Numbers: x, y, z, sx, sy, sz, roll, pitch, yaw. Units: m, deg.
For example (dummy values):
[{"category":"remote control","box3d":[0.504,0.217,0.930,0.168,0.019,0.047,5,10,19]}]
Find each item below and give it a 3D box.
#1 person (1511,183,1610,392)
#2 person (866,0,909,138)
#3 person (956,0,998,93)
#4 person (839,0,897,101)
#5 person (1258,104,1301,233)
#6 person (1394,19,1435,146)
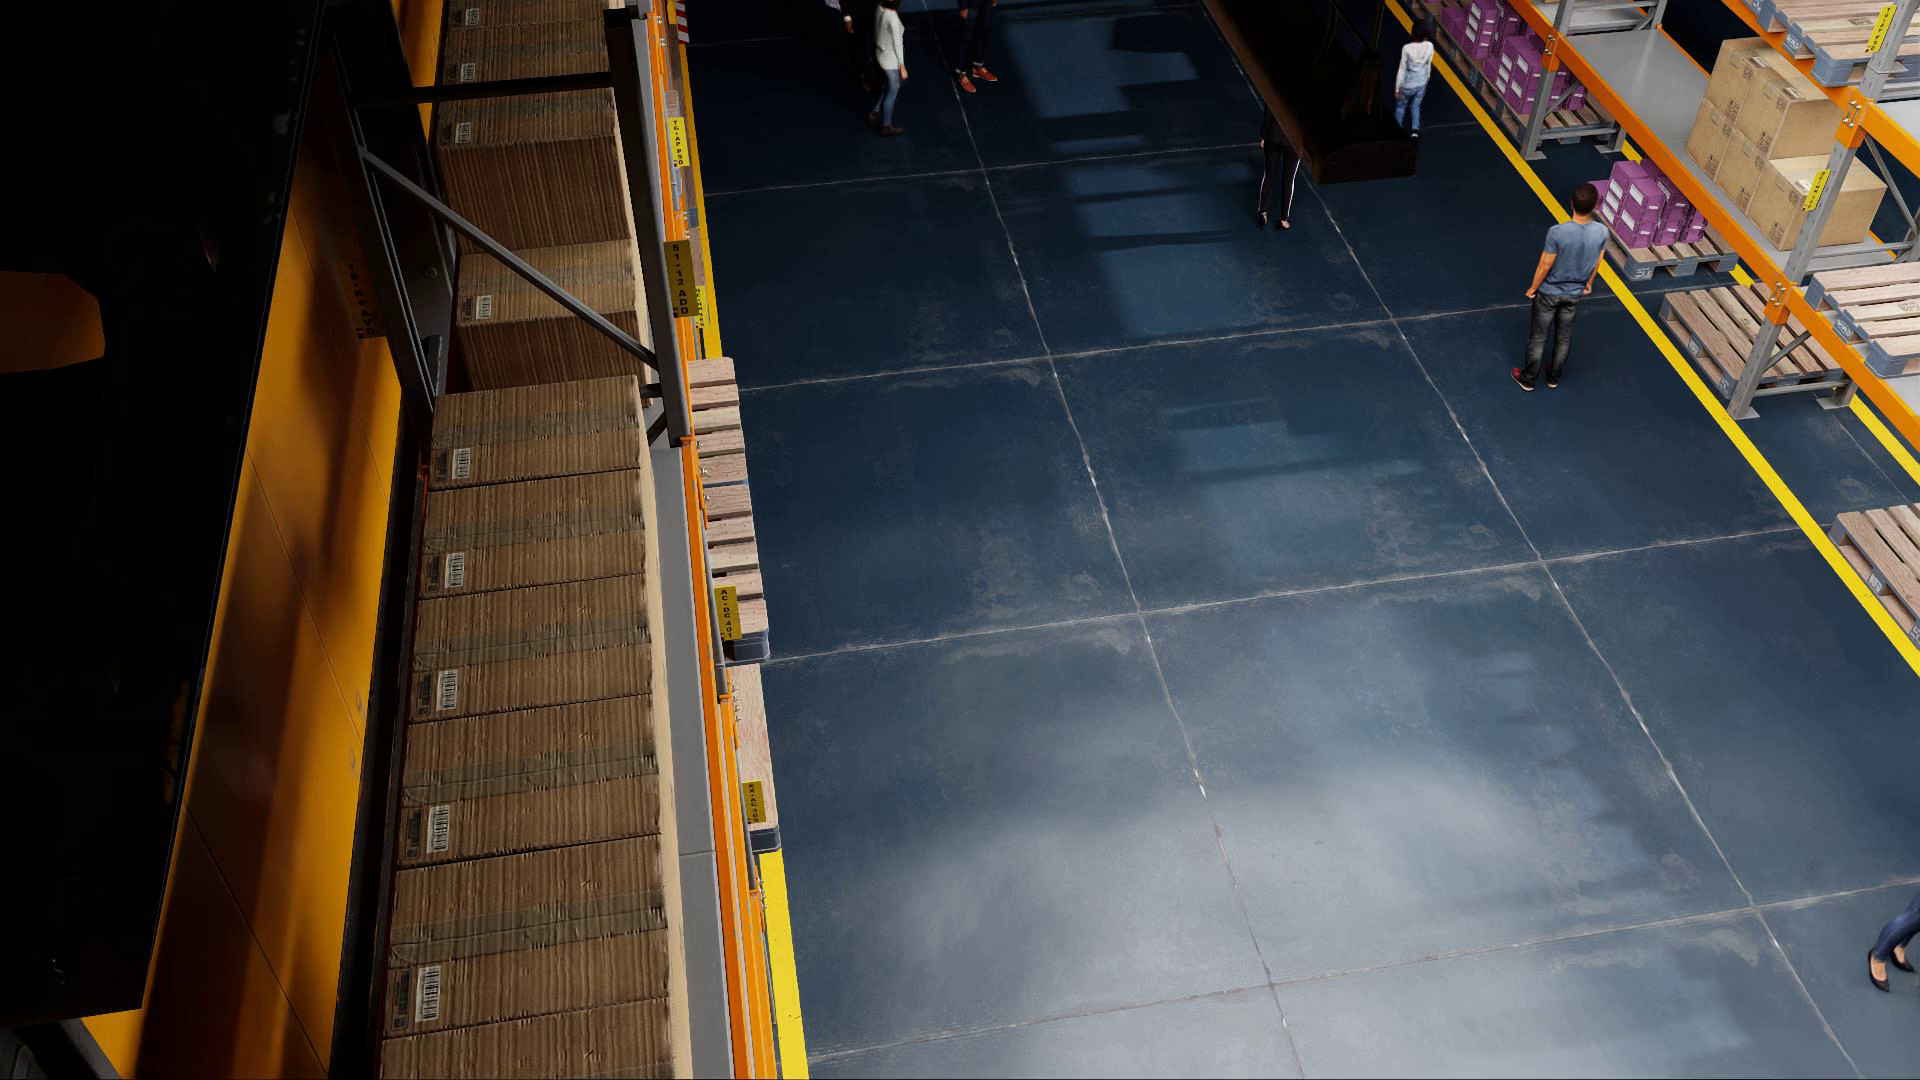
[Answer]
[{"category":"person","box3d":[4.686,-1.955,12.958,0.669,1.808,0.538,-4,44,-5]},{"category":"person","box3d":[-0.734,-4.540,15.796,0.701,1.634,0.629,-16,46,-17]},{"category":"person","box3d":[0.150,-5.405,16.572,0.814,1.817,0.790,33,53,30]},{"category":"person","box3d":[-0.998,-5.332,16.452,0.833,1.877,0.954,-16,46,-17]},{"category":"person","box3d":[2.848,-3.494,14.647,0.695,1.705,0.710,17,46,17]},{"category":"person","box3d":[4.332,-4.344,15.868,0.511,1.252,0.706,-4,44,-4]}]
